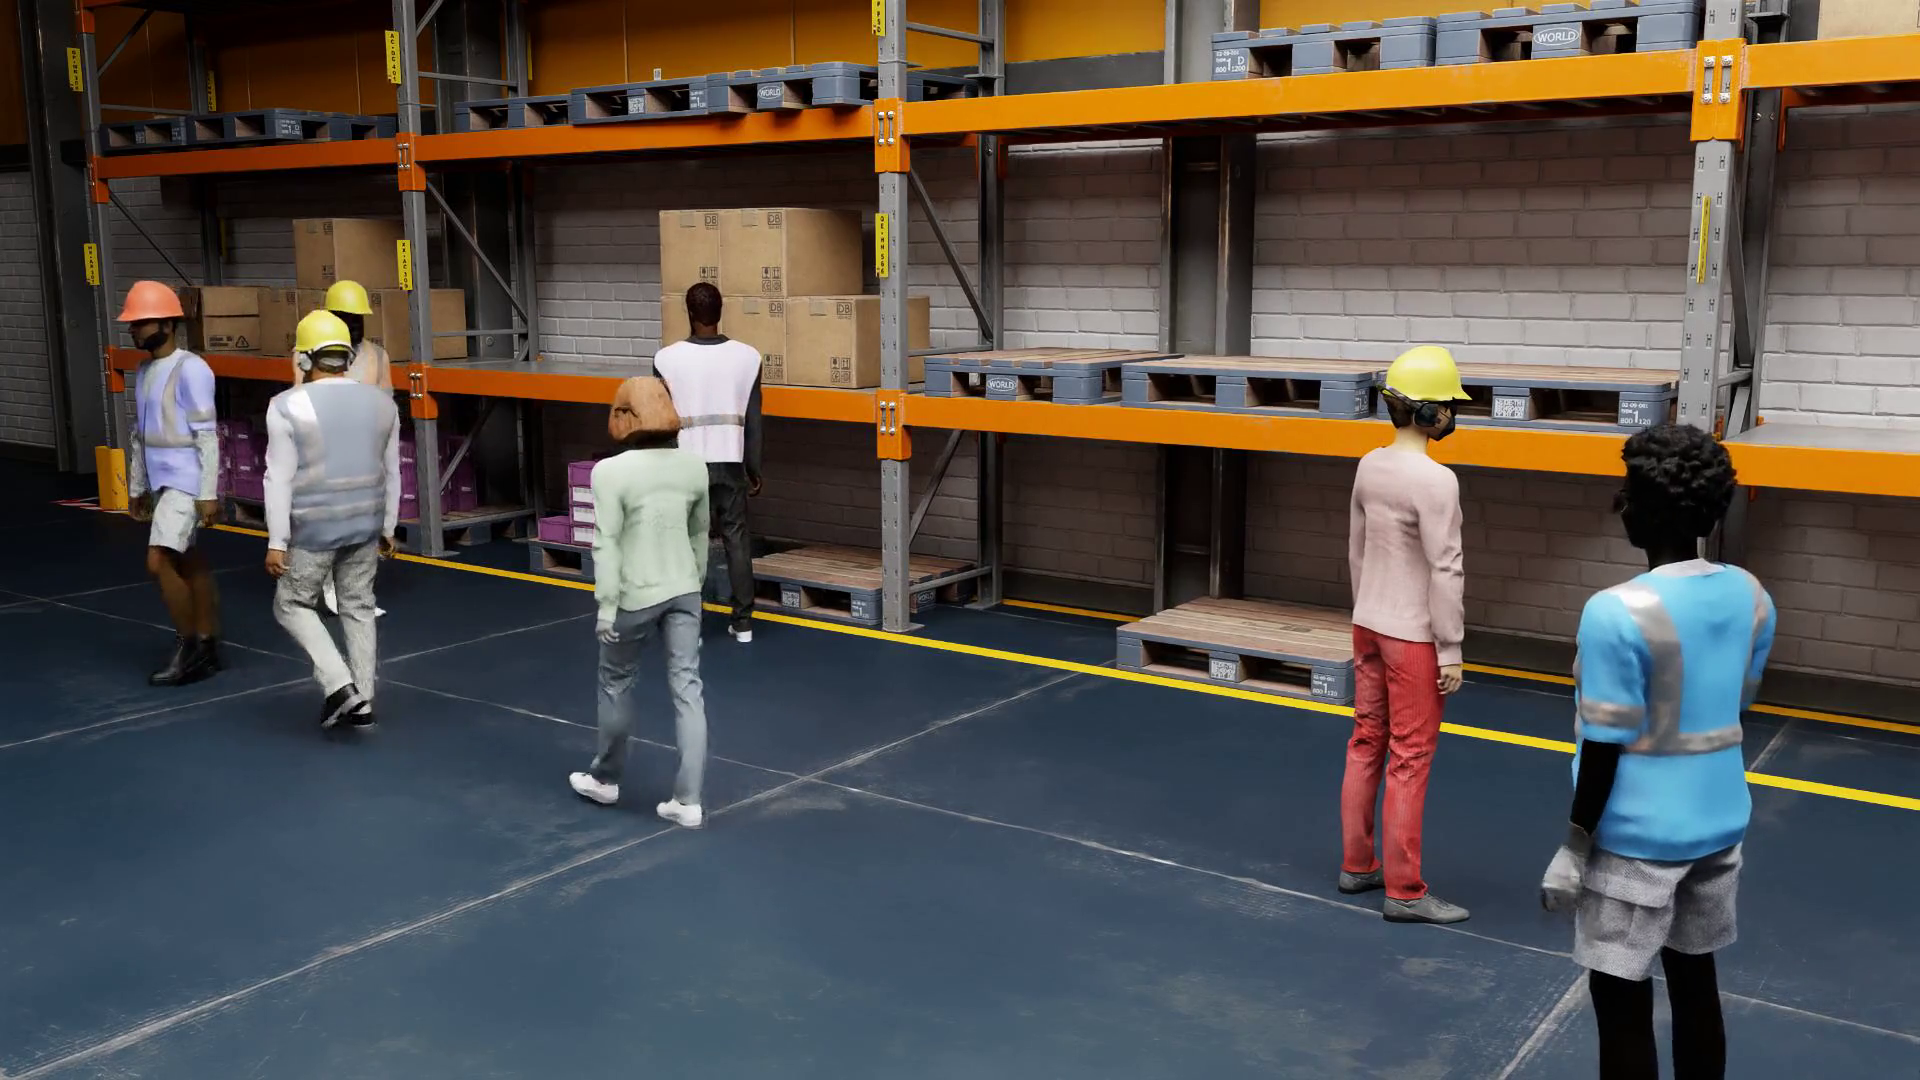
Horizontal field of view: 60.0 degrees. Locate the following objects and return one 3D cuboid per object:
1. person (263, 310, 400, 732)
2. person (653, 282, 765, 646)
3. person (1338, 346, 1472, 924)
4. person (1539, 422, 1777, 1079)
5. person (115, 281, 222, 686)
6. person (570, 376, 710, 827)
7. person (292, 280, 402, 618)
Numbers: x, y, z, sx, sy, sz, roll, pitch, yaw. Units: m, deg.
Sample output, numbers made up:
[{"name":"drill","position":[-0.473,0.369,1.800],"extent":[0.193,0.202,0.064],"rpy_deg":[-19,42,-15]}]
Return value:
[{"name":"person","position":[-2.651,-0.056,7.026],"extent":[0.431,1.817,0.625],"rpy_deg":[7,12,38]},{"name":"person","position":[-1.309,-0.391,8.762],"extent":[0.591,1.911,0.379],"rpy_deg":[-4,10,-24]},{"name":"person","position":[1.386,0.290,5.129],"extent":[0.311,1.768,0.531],"rpy_deg":[-3,10,-17]},{"name":"person","position":[1.449,0.602,3.476],"extent":[0.537,1.696,0.317],"rpy_deg":[-6,11,-33]},{"name":"person","position":[-3.815,-0.256,7.902],"extent":[0.570,1.922,0.575],"rpy_deg":[8,12,39]},{"name":"person","position":[-1.176,0.208,6.061],"extent":[0.532,1.603,0.748],"rpy_deg":[-9,13,-42]},{"name":"person","position":[-3.422,-0.495,9.358],"extent":[0.419,1.911,0.620],"rpy_deg":[7,12,34]}]
